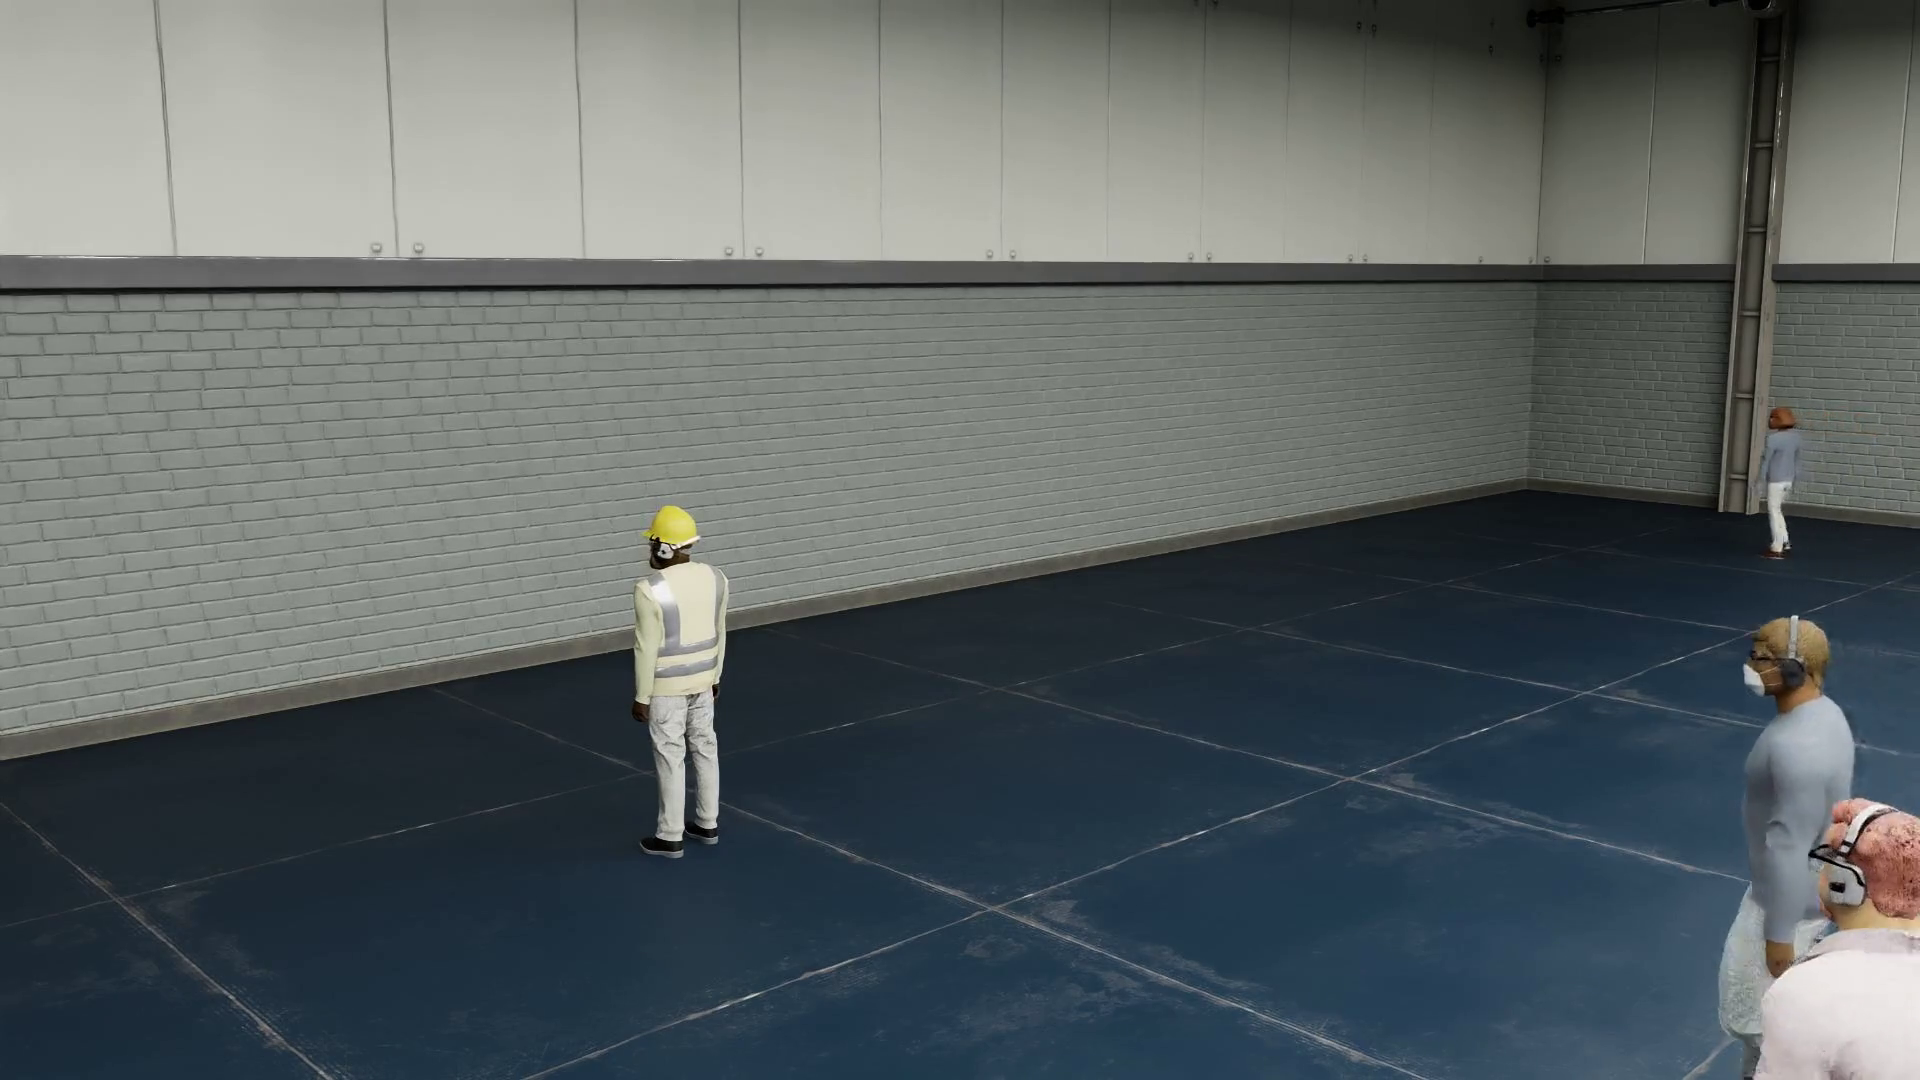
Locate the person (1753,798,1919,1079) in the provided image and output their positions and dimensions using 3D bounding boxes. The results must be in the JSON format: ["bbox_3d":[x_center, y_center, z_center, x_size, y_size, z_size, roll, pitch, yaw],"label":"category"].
[{"bbox_3d":[2.024,1.516,3.708,0.658,1.879,0.900,-4,10,-26],"label":"person"}]

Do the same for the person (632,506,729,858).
[{"bbox_3d":[-1.474,0.731,8.669,0.404,1.836,0.590,7,12,38],"label":"person"}]

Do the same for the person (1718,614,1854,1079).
[{"bbox_3d":[2.791,1.199,5.485,0.607,1.921,0.643,5,11,31],"label":"person"}]

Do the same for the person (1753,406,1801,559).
[{"bbox_3d":[8.658,-0.606,17.643,0.501,1.620,0.357,-5,10,-28],"label":"person"}]
